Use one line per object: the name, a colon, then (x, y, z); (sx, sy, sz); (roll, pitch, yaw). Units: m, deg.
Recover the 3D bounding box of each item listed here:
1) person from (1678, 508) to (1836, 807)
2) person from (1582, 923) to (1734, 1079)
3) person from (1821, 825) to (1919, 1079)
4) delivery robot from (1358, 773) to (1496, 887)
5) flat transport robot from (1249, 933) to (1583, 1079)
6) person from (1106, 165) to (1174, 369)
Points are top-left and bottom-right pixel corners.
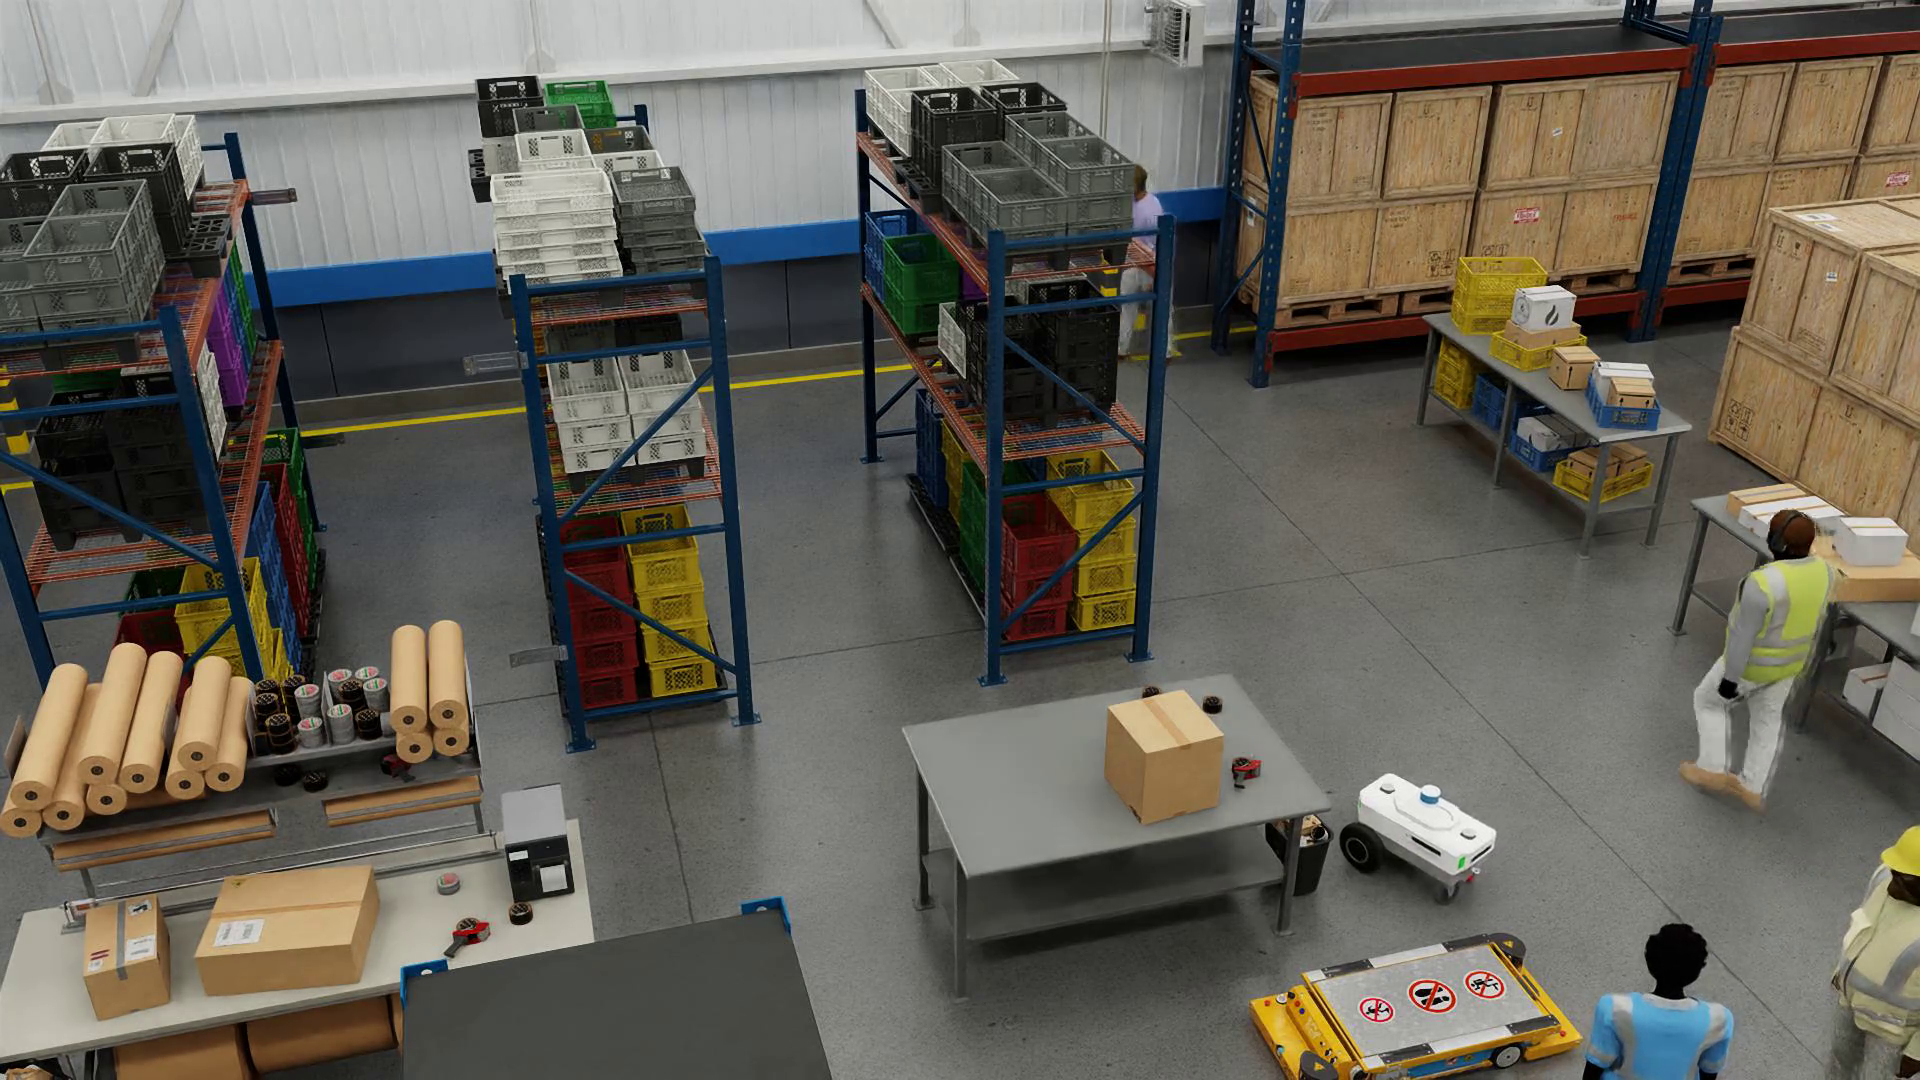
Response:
person: (4.473, 0.646, 9.359); (0.655, 1.820, 0.575); (-12, 31, -20)
person: (2.705, 2.226, 6.607); (0.538, 1.698, 0.320); (4, 29, 6)
person: (3.871, 1.941, 6.991); (0.404, 1.829, 0.600); (-2, 29, -4)
delivery robot: (2.501, 1.542, 8.941); (0.477, 0.478, 0.707); (-23, 36, -35)
flat transport robot: (2.184, 2.282, 7.980); (1.431, 0.197, 0.652); (-8, 30, -14)
person: (1.633, -2.435, 14.910); (0.743, 1.901, 0.633); (-10, 30, -18)
